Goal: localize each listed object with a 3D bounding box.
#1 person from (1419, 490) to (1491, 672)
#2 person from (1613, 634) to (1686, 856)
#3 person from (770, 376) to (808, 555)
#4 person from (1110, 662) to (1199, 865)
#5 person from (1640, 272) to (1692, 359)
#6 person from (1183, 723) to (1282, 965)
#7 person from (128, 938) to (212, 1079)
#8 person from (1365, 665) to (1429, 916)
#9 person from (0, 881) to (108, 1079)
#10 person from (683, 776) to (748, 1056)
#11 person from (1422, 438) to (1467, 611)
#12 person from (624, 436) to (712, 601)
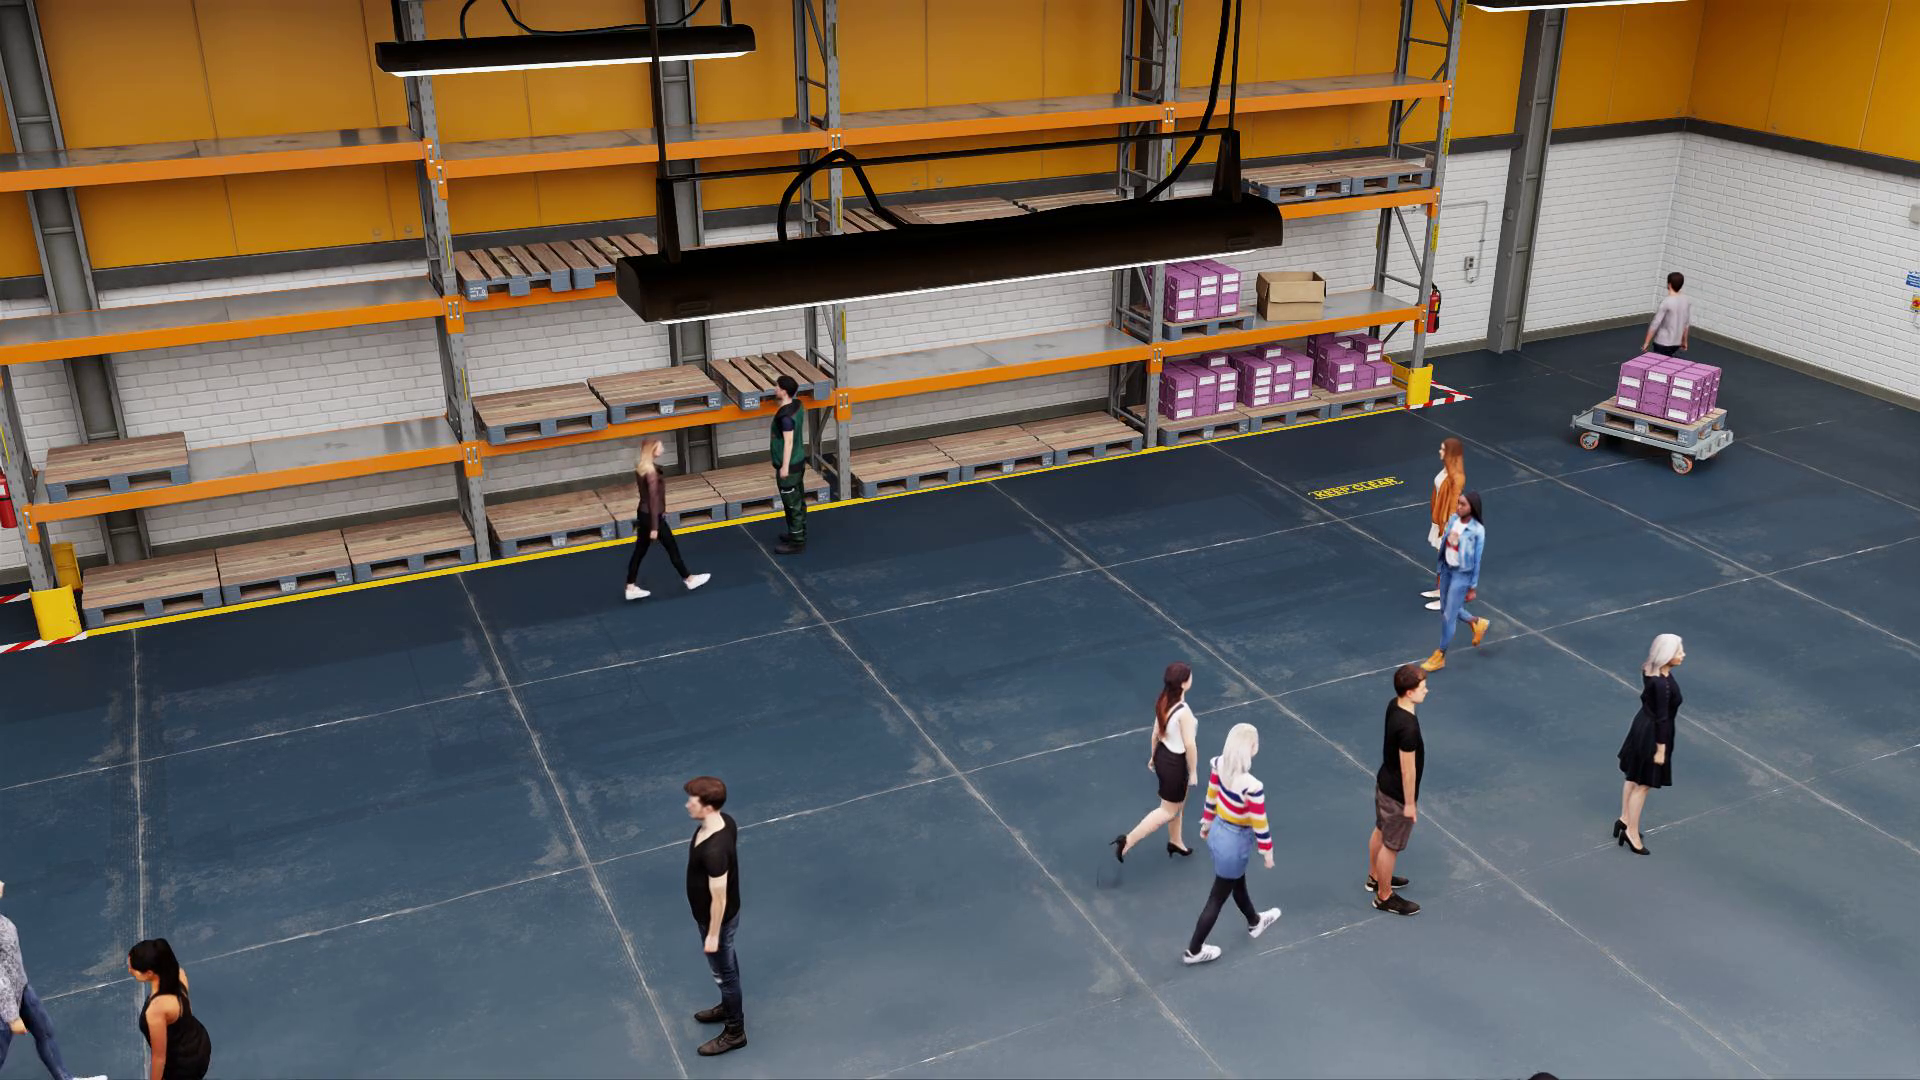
[{"bbox_3d":[4.493,0.351,14.775,0.997,1.689,0.606,-11,26,-24],"label":"person"},{"bbox_3d":[5.053,1.467,12.152,0.739,1.746,0.704,4,24,9],"label":"person"},{"bbox_3d":[-1.745,-0.793,17.128,0.763,1.901,0.766,2,24,5],"label":"person"},{"bbox_3d":[1.451,1.652,11.876,0.945,1.628,0.552,-11,26,-23],"label":"person"},{"bbox_3d":[9.012,-2.441,21.025,1.070,1.799,0.787,-11,26,-24],"label":"person"},{"bbox_3d":[1.687,2.019,10.857,1.010,1.773,0.675,-10,26,-22],"label":"person"},{"bbox_3d":[-4.179,2.837,9.130,0.675,1.657,0.657,-4,24,-10],"label":"person"},{"bbox_3d":[3.020,1.690,11.496,0.750,1.862,0.759,1,24,2],"label":"person"},{"bbox_3d":[-5.576,2.656,9.489,1.170,1.700,0.708,-13,27,-27],"label":"person"},{"bbox_3d":[-1.475,2.263,10.142,0.671,1.897,0.726,-4,24,-9],"label":"person"},{"bbox_3d":[4.694,-0.174,15.943,0.729,1.716,0.706,2,24,5],"label":"person"},{"bbox_3d":[-3.052,-0.175,16.021,1.055,1.656,0.622,-11,26,-24],"label":"person"}]
